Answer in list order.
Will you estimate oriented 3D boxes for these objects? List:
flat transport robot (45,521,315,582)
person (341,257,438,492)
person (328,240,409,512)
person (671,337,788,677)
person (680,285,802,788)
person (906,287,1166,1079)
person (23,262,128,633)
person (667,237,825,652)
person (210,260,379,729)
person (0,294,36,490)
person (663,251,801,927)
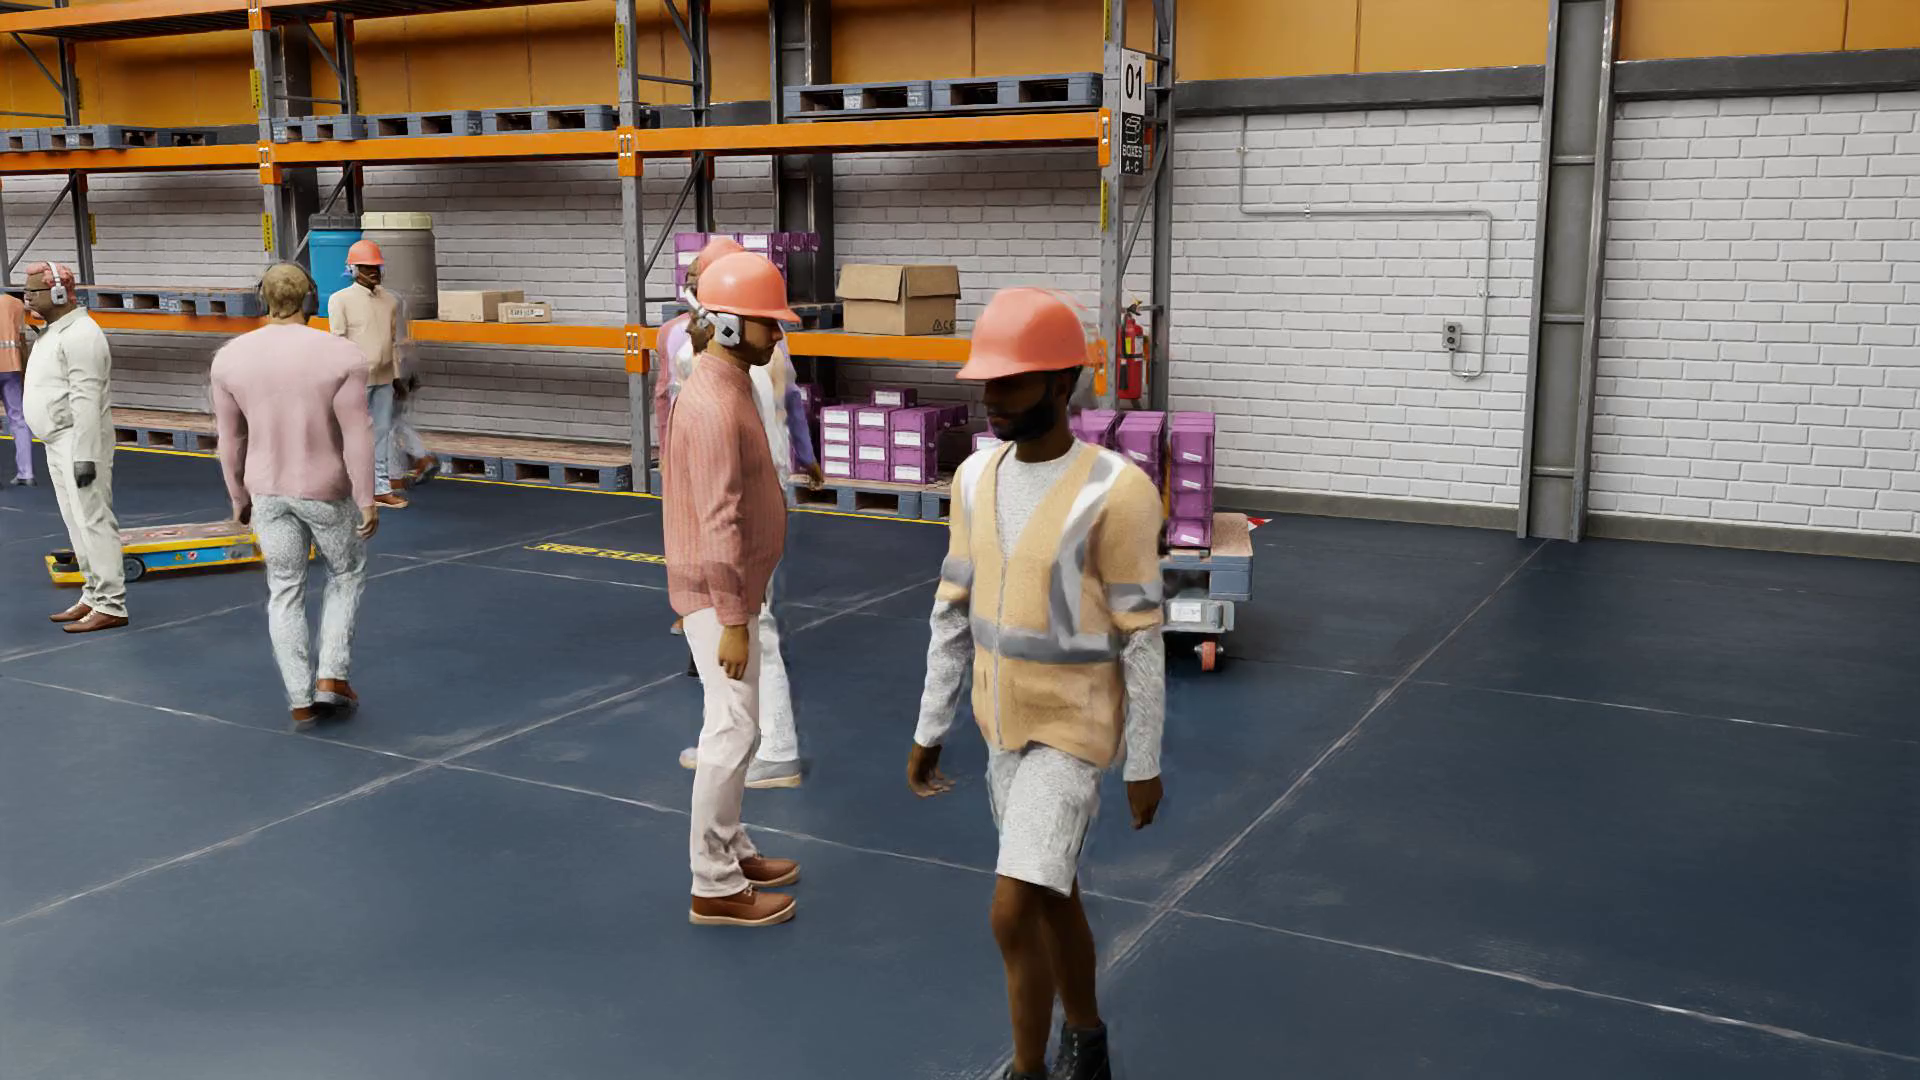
[{"bbox_3d":[-4.769,0.046,10.174,1.431,0.197,0.652,-7,12,-32],"label":"flat transport robot"},{"bbox_3d":[-4.547,-1.319,13.144,0.566,1.917,0.628,3,11,16],"label":"person"},{"bbox_3d":[-4.350,-1.200,12.276,0.394,1.994,0.612,5,12,28],"label":"person"},{"bbox_3d":[-1.037,-0.312,7.620,0.548,1.923,0.391,2,11,12],"label":"person"},{"bbox_3d":[-0.869,-0.003,6.054,0.642,1.862,0.572,0,10,1],"label":"person"},{"bbox_3d":[0.102,0.422,3.599,0.731,1.909,0.561,-9,13,-40],"label":"person"},{"bbox_3d":[-4.590,-0.473,8.577,0.398,1.900,0.635,-10,14,-42],"label":"person"},{"bbox_3d":[-0.997,-0.380,7.708,0.657,2.020,0.646,-10,14,-42],"label":"person"},{"bbox_3d":[-2.719,-0.184,6.894,0.658,1.923,0.472,-1,10,-4],"label":"person"},{"bbox_3d":[-7.734,-1.313,13.340,0.382,1.837,0.565,6,12,32],"label":"person"},{"bbox_3d":[-0.660,0.154,4.897,0.410,1.981,0.629,-1,10,-7],"label":"person"}]
